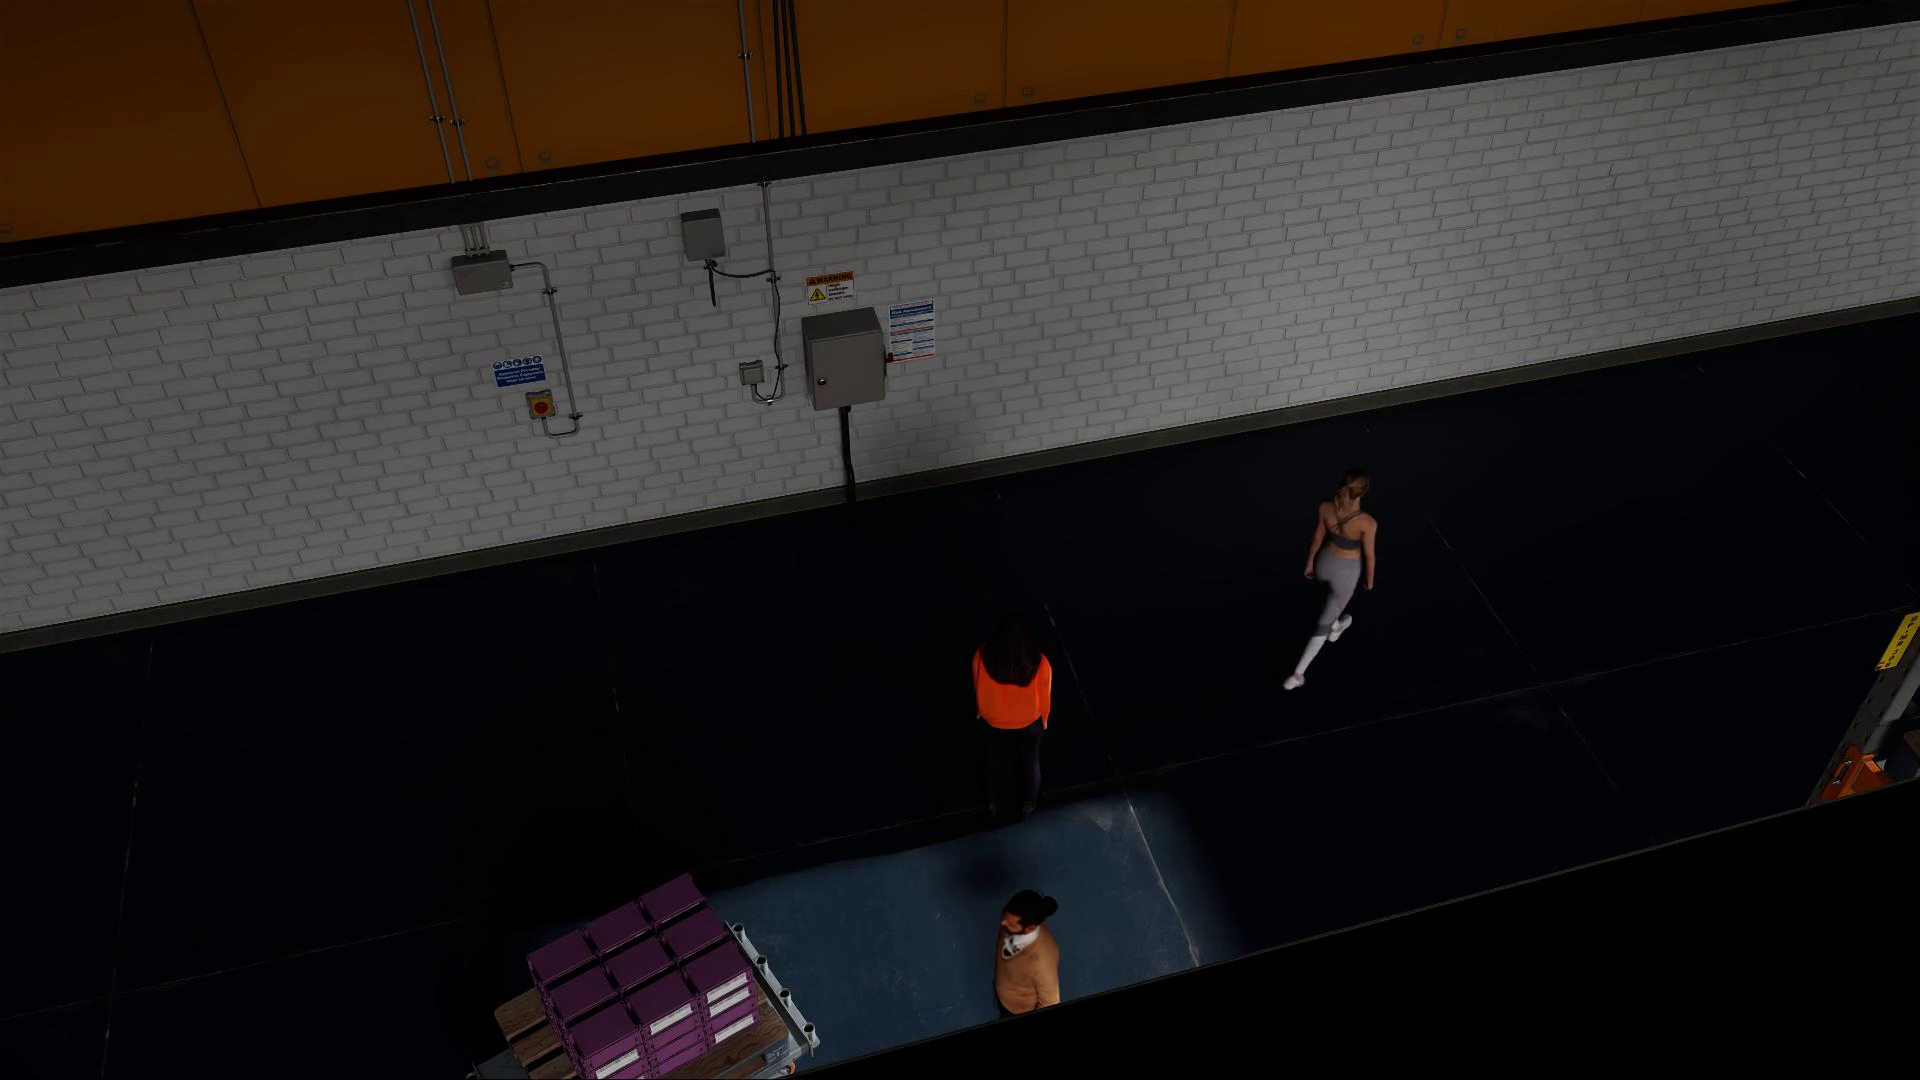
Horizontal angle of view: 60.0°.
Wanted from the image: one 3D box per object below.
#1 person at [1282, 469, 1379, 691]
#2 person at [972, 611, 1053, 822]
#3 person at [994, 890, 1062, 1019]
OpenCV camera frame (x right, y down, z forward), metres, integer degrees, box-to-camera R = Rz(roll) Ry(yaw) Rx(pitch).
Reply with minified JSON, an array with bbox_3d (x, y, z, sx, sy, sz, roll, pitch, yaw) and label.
[{"bbox_3d":[2.356,0.267,10.600,1.131,1.664,1.075,30,51,28],"label":"person"},{"bbox_3d":[0.306,1.038,9.730,0.699,1.749,0.695,7,44,7],"label":"person"},{"bbox_3d":[0.328,2.302,8.400,0.752,1.752,0.554,-17,46,-17],"label":"person"}]
